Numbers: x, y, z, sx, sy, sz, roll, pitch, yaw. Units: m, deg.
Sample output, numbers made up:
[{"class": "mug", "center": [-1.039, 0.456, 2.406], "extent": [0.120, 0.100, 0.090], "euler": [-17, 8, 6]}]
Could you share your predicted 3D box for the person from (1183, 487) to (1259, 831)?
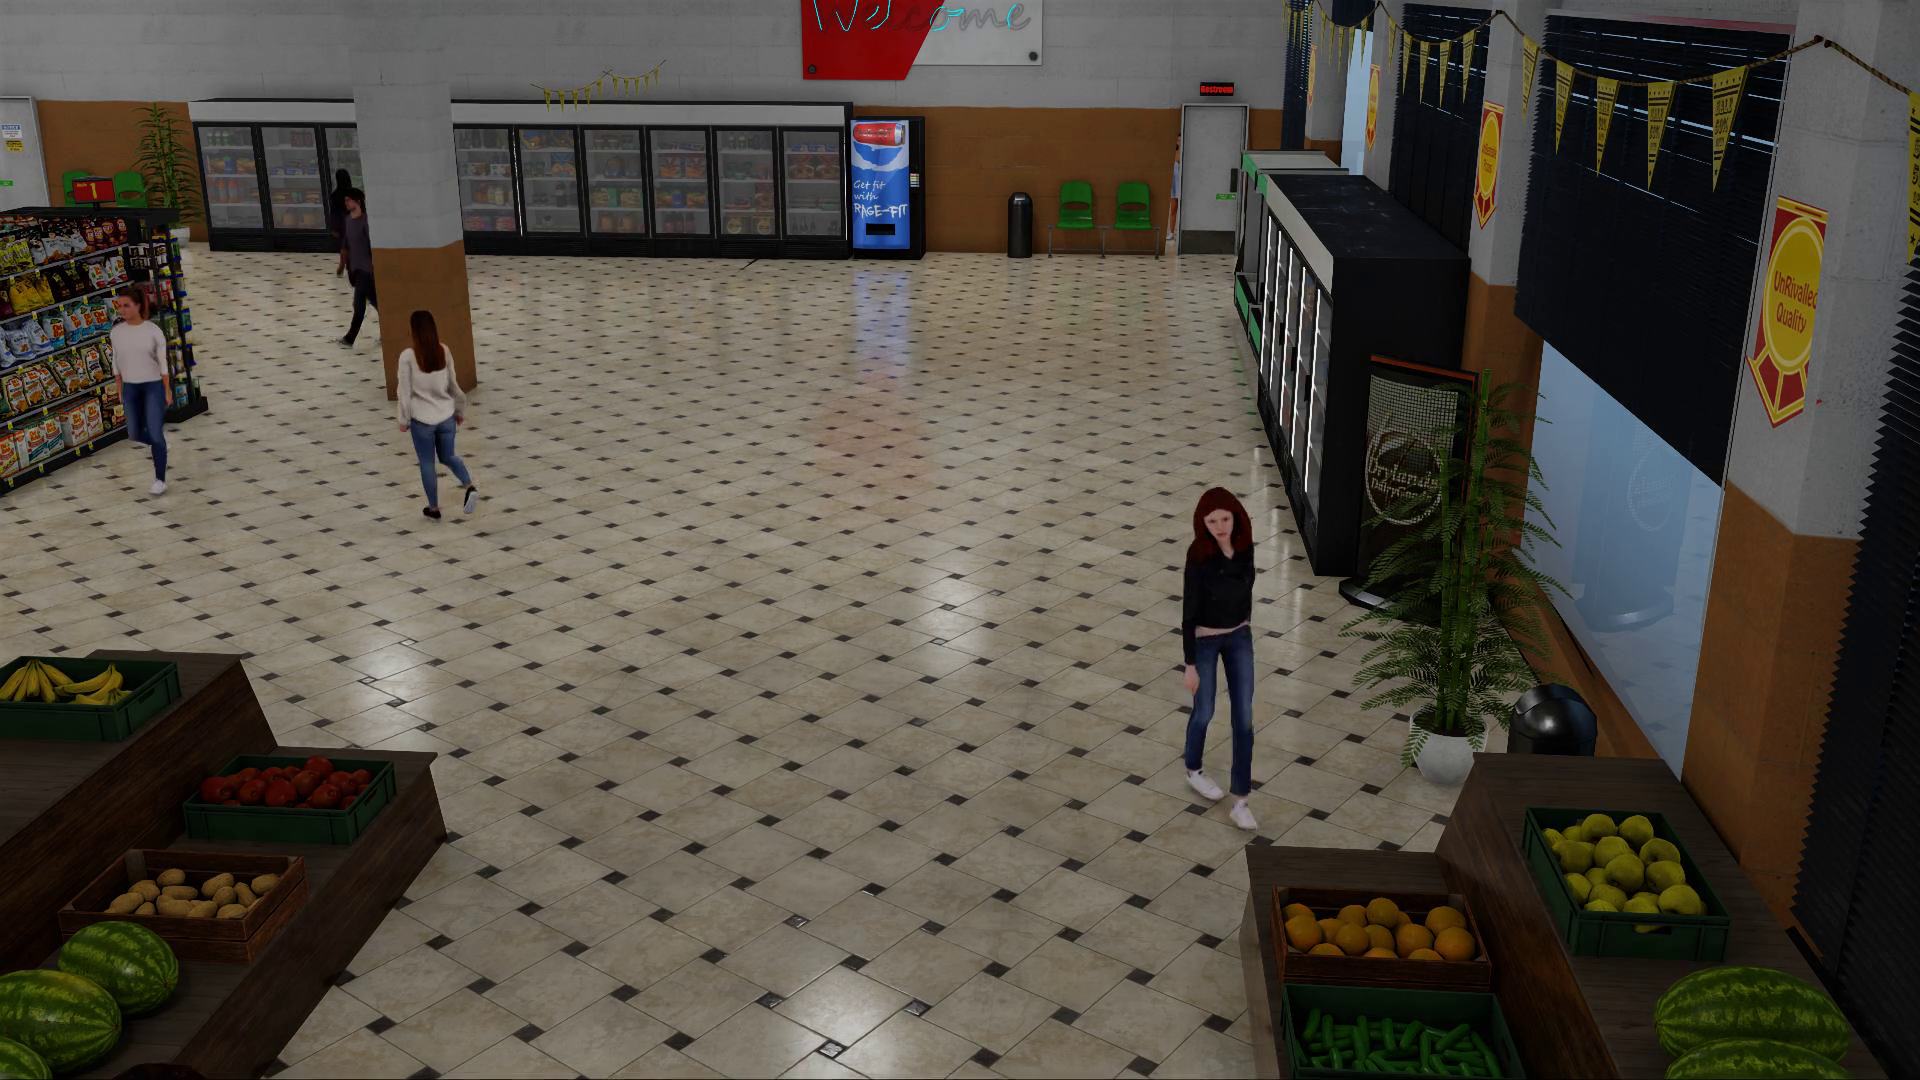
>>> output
[{"class": "person", "center": [1.284, 0.556, 8.411], "extent": [0.860, 1.746, 1.038], "euler": [-11, 21, -29]}]

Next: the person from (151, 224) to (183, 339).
[{"class": "person", "center": [-9.351, -3.086, 19.682], "extent": [0.751, 1.446, 0.682], "euler": [10, 21, 27]}]

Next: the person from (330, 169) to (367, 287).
[{"class": "person", "center": [-8.474, -4.343, 23.152], "extent": [0.948, 1.611, 1.055], "euler": [-11, 22, -30]}]

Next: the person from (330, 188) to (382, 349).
[{"class": "person", "center": [-6.816, -3.141, 19.281], "extent": [1.217, 1.806, 1.118], "euler": [-17, 25, -41]}]

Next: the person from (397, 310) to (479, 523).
[{"class": "person", "center": [-4.041, -0.923, 12.913], "extent": [0.995, 1.672, 0.949], "euler": [17, 25, 40]}]

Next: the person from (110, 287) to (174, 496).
[{"class": "person", "center": [-6.745, -1.254, 13.836], "extent": [0.662, 1.708, 0.903], "euler": [0, 19, -1]}]
